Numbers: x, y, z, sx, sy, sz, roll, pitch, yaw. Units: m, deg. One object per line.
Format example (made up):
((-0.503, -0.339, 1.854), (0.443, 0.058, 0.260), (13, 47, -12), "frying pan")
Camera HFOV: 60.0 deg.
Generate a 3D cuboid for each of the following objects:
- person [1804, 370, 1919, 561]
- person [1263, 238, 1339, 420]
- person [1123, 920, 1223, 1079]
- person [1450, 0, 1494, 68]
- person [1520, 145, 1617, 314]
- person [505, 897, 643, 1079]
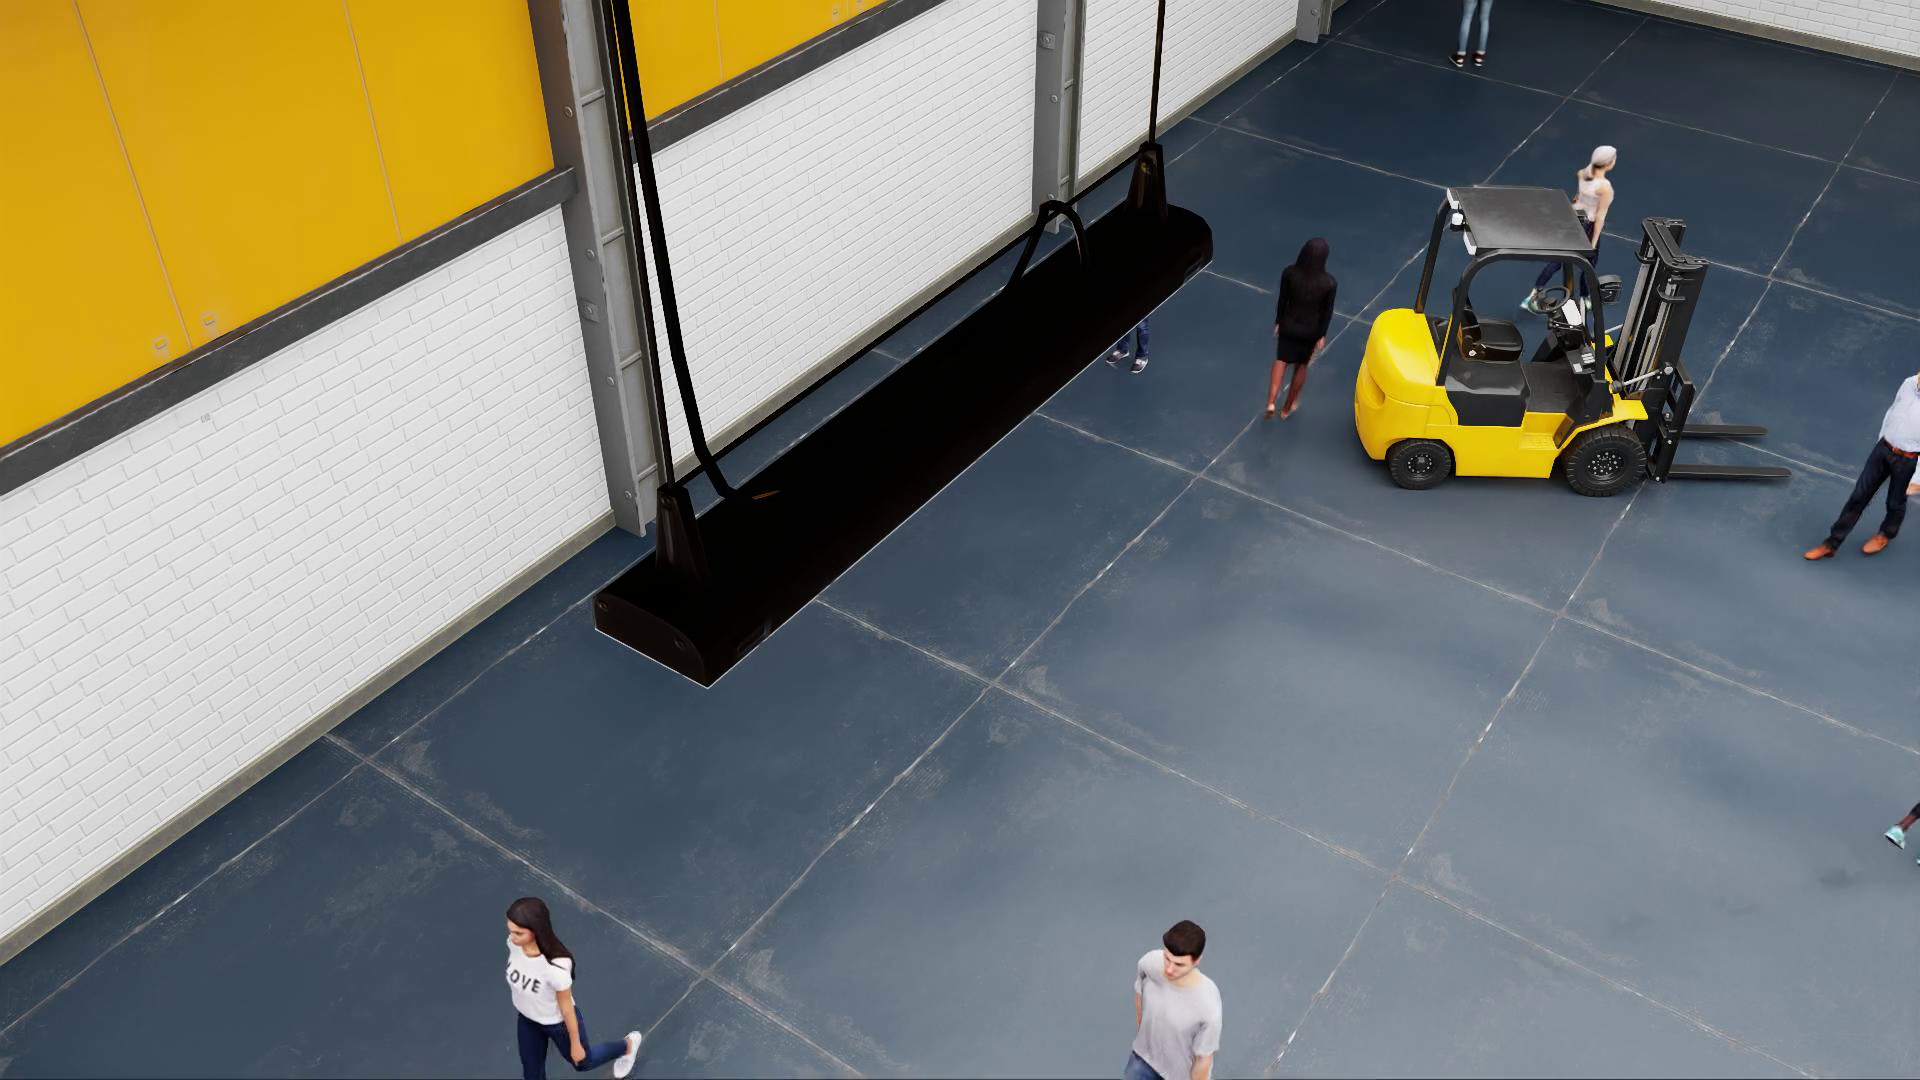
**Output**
((6.950, -0.594, 12.224), (1.155, 1.762, 0.974), (-17, 42, -20), "person")
((2.774, -1.654, 13.597), (0.708, 1.705, 0.900), (13, 41, 16), "person")
((1.119, 2.501, 8.269), (0.716, 1.860, 0.890), (26, 45, 28), "person")
((6.135, -6.498, 19.570), (0.724, 1.819, 0.780), (-6, 39, -7), "person")
((5.541, -2.767, 15.007), (1.119, 1.686, 0.917), (-17, 42, -20), "person")
((-2.005, 2.407, 8.480), (0.598, 1.745, 1.085), (23, 44, 26), "person")
